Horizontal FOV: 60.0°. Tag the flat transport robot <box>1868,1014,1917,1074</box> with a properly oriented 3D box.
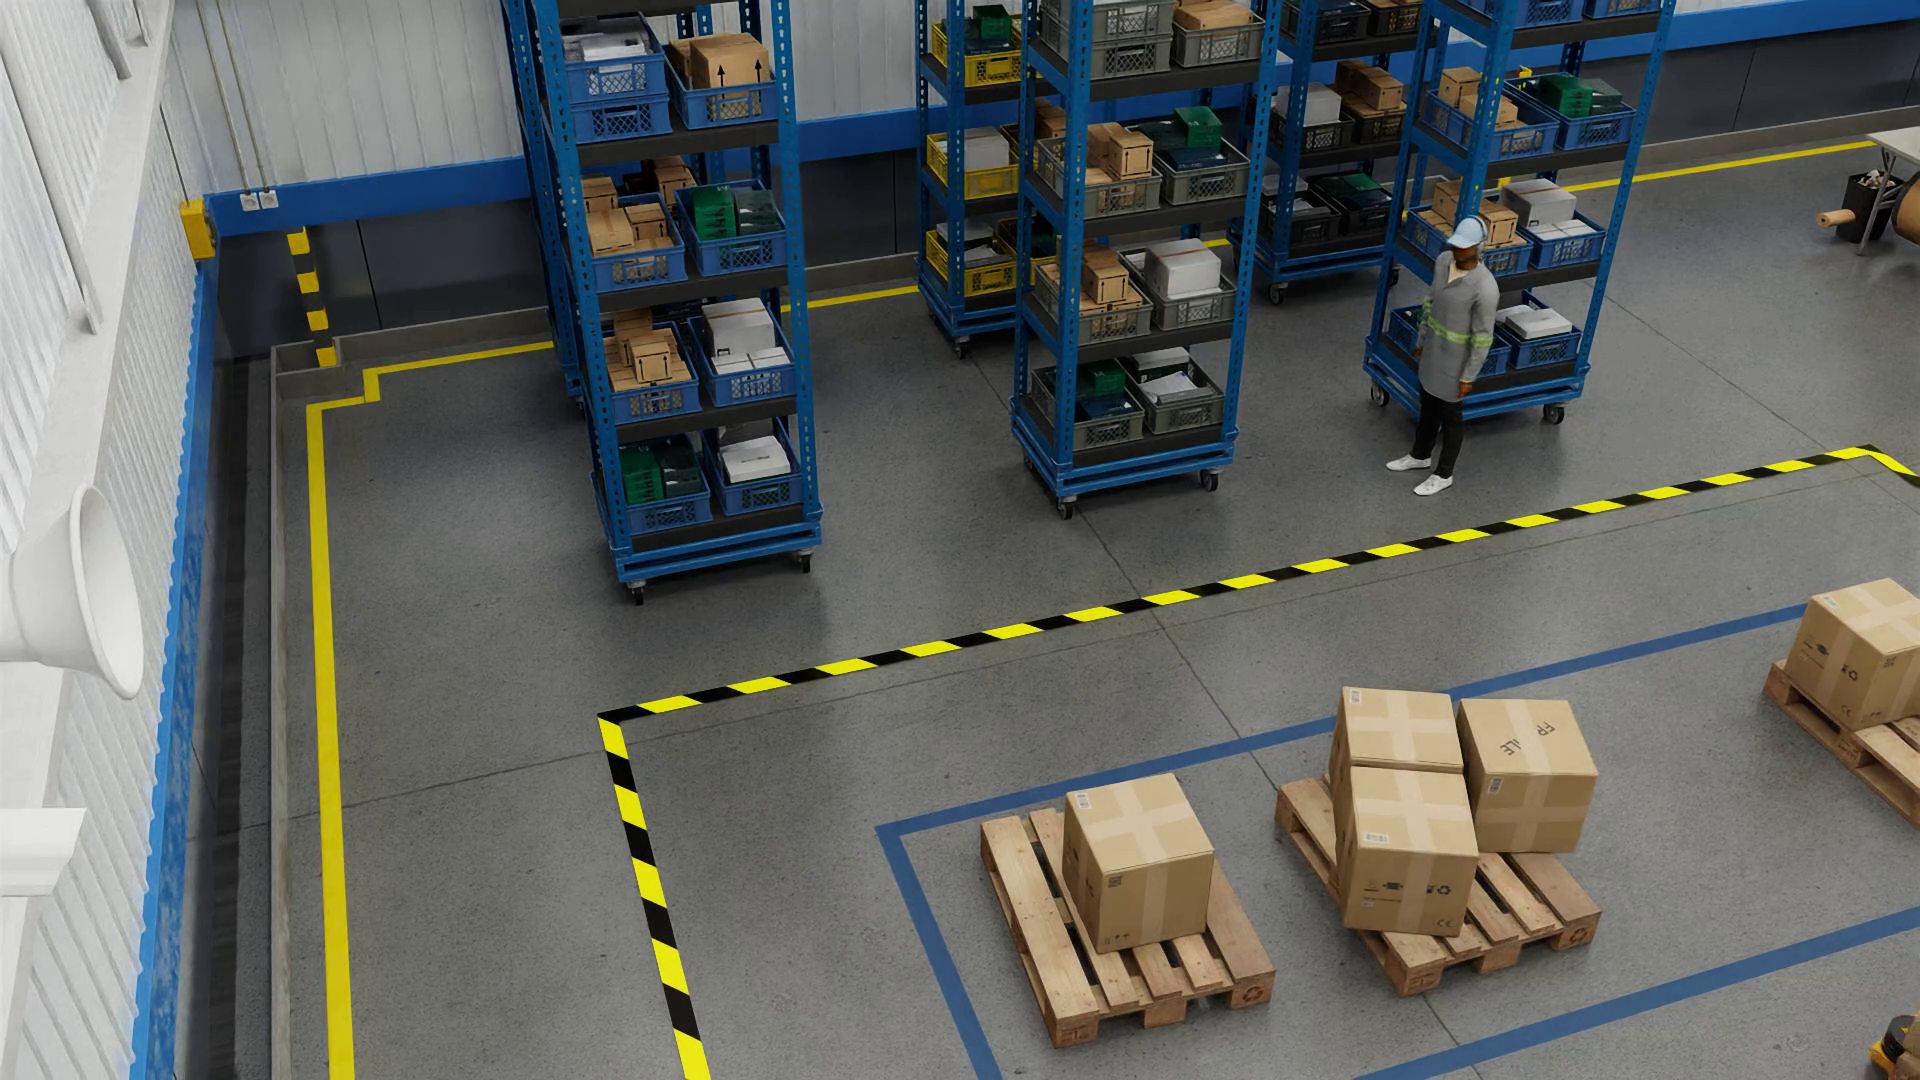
[{"bbox_3d":[4.509,2.371,6.669,0.652,0.197,1.431,-20,40,-25],"label":"flat transport robot"}]

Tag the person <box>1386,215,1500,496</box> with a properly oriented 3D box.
[{"bbox_3d":[2.999,-1.140,10.297,0.373,1.852,0.597,-12,37,-16],"label":"person"}]
